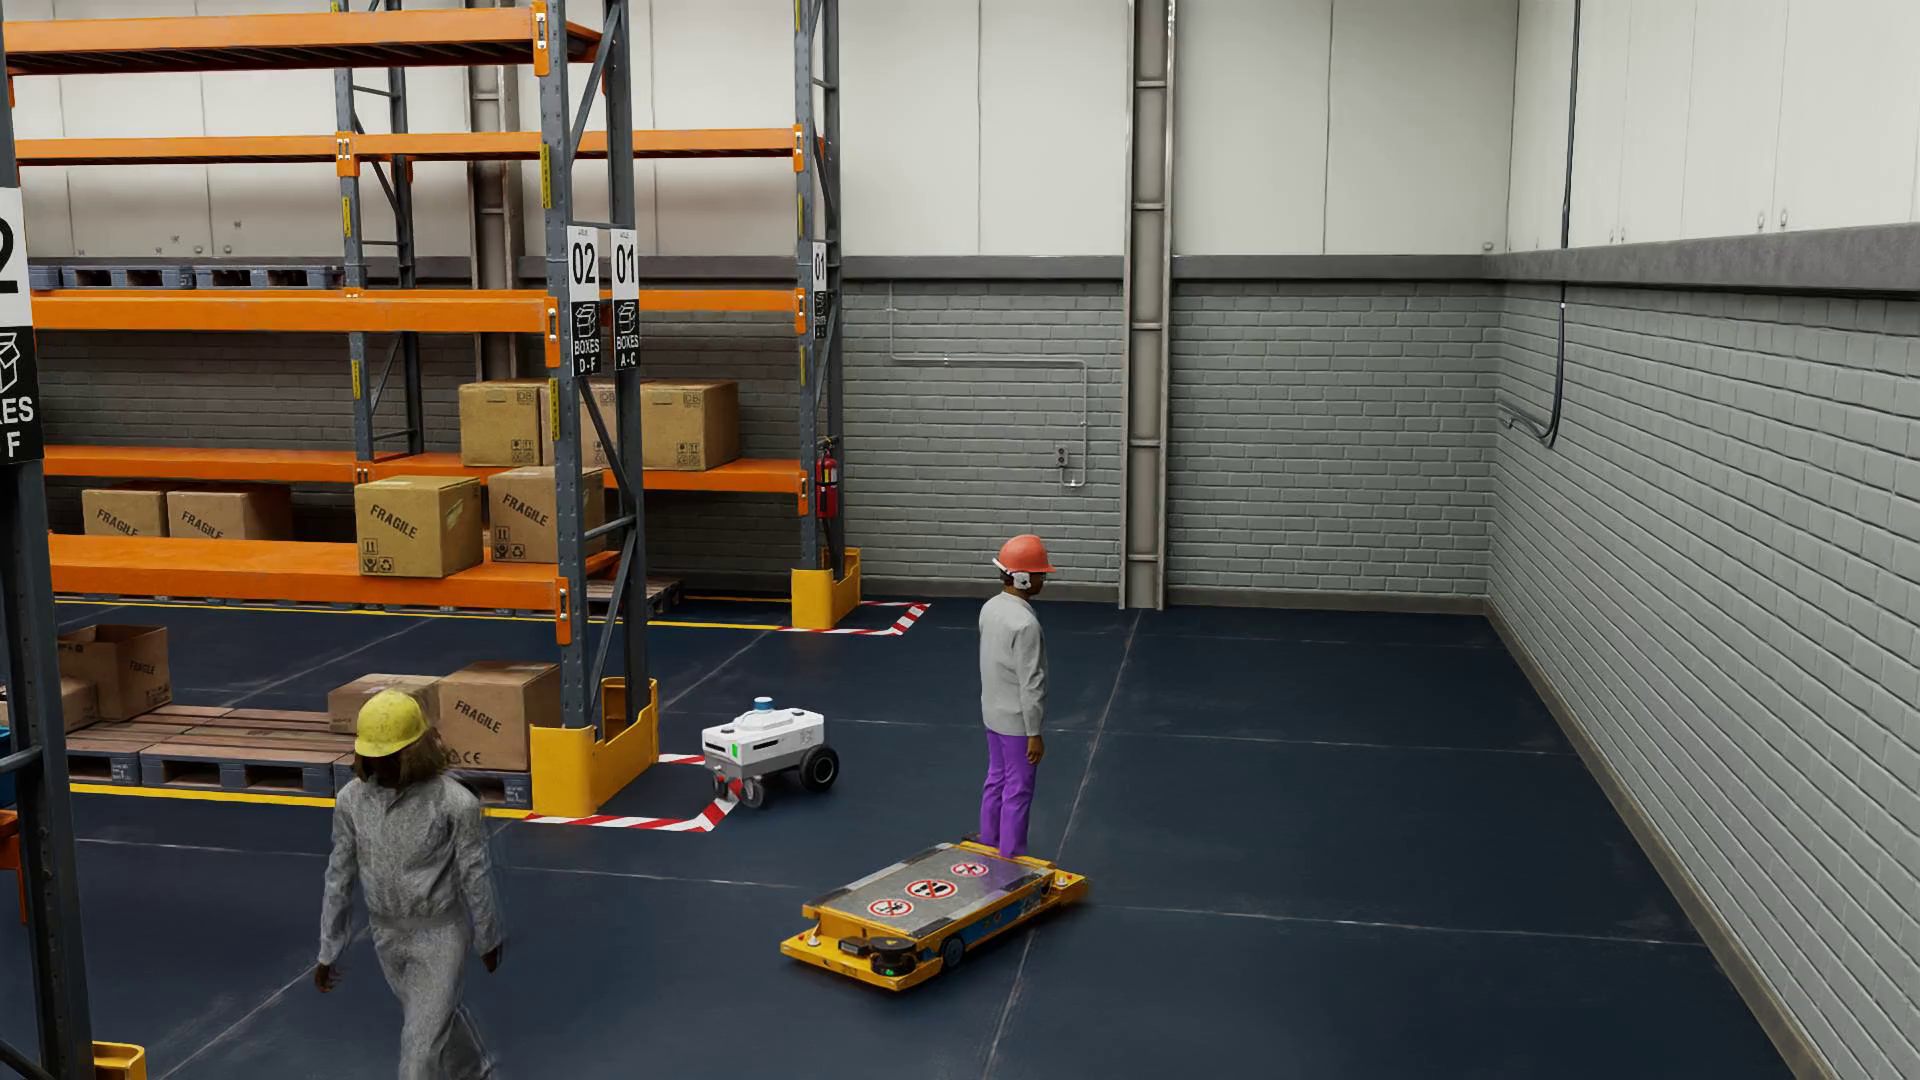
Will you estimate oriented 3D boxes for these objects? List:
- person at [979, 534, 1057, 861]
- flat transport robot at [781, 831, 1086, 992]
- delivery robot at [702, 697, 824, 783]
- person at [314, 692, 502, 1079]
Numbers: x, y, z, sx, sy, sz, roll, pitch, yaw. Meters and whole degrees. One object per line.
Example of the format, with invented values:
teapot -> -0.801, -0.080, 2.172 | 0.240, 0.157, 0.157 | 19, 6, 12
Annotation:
person -> 0.287, 0.839, 7.969 | 0.343, 1.749, 0.571 | -3, 10, -19
flat transport robot -> -0.088, 1.646, 7.543 | 0.652, 0.197, 1.431 | 7, 11, 36
delivery robot -> -1.121, 1.142, 9.505 | 0.477, 0.478, 0.707 | 9, 13, 43
person -> -1.776, 1.285, 5.407 | 0.494, 1.678, 0.932 | 2, 9, 15
